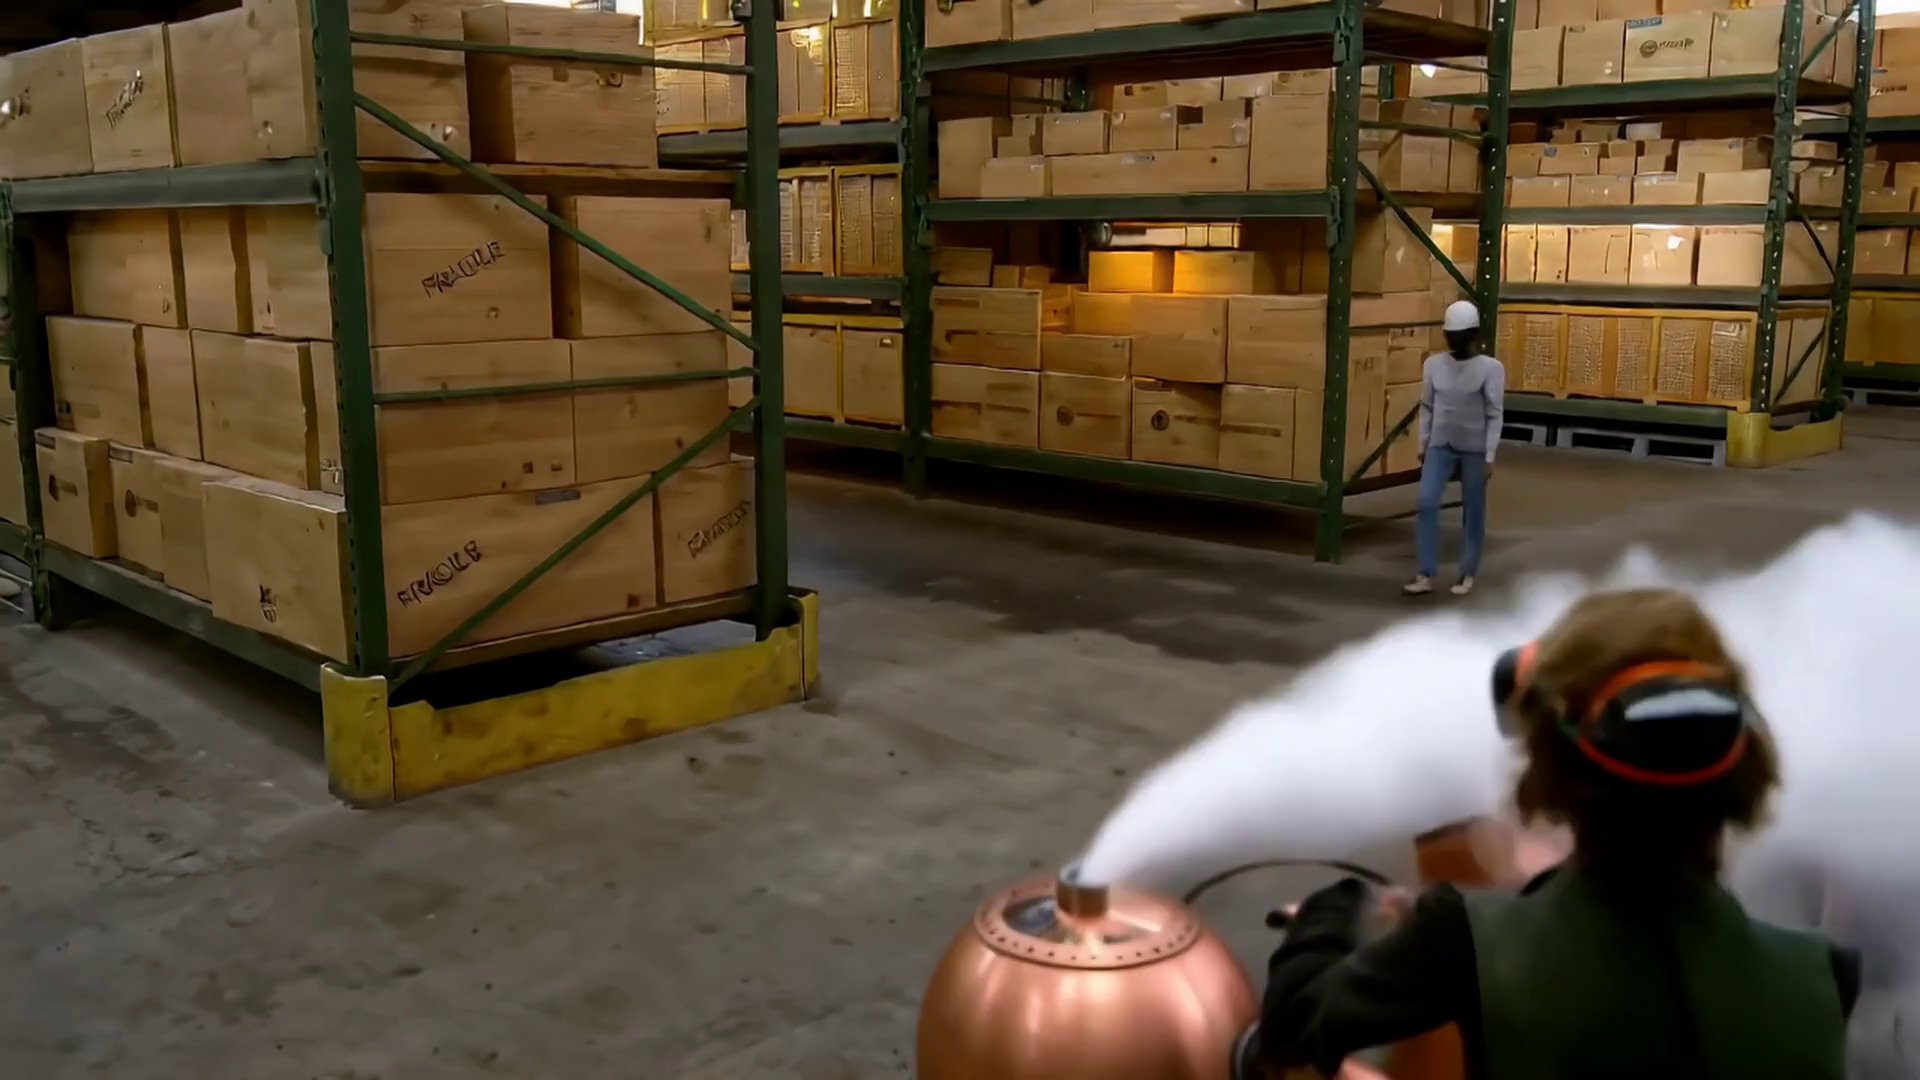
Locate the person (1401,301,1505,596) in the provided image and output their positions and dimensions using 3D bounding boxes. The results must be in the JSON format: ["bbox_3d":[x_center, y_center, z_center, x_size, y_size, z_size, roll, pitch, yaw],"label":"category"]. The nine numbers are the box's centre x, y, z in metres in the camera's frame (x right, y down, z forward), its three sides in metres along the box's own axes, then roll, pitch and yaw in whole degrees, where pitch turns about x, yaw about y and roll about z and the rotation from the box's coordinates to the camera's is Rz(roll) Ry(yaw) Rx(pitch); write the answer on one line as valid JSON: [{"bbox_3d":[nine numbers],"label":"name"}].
[{"bbox_3d":[2.884,-0.517,9.751,0.546,1.740,0.719,9,14,40],"label":"person"}]
